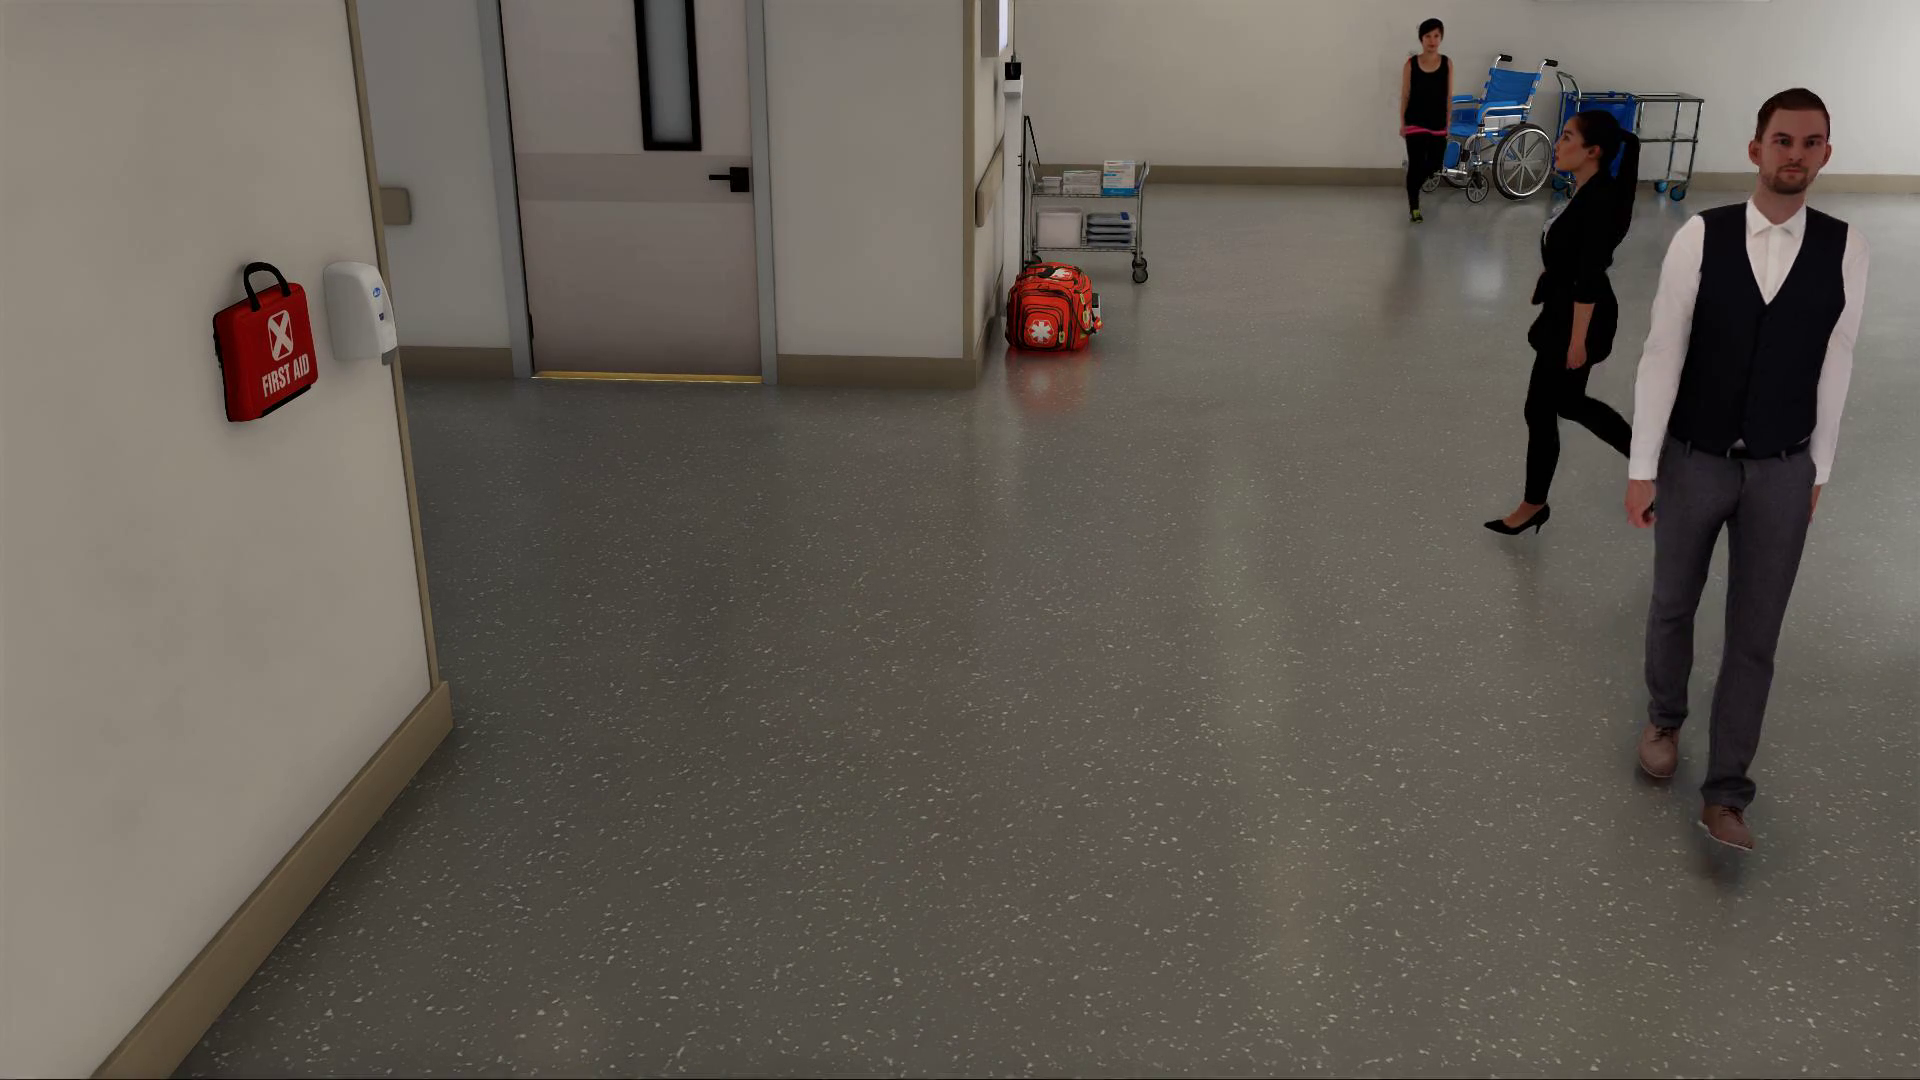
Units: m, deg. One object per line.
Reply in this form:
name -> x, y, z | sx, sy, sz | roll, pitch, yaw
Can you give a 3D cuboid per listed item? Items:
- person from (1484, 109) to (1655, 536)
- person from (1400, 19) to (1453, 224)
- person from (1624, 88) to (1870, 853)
person -> 2.418, -0.776, 6.304 | 0.811, 1.639, 0.935 | 7, 22, 18
person -> 3.665, -3.300, 13.117 | 0.593, 1.534, 0.932 | 0, 21, 0
person -> 2.054, -0.223, 4.469 | 0.860, 1.906, 1.170 | 8, 22, 19
